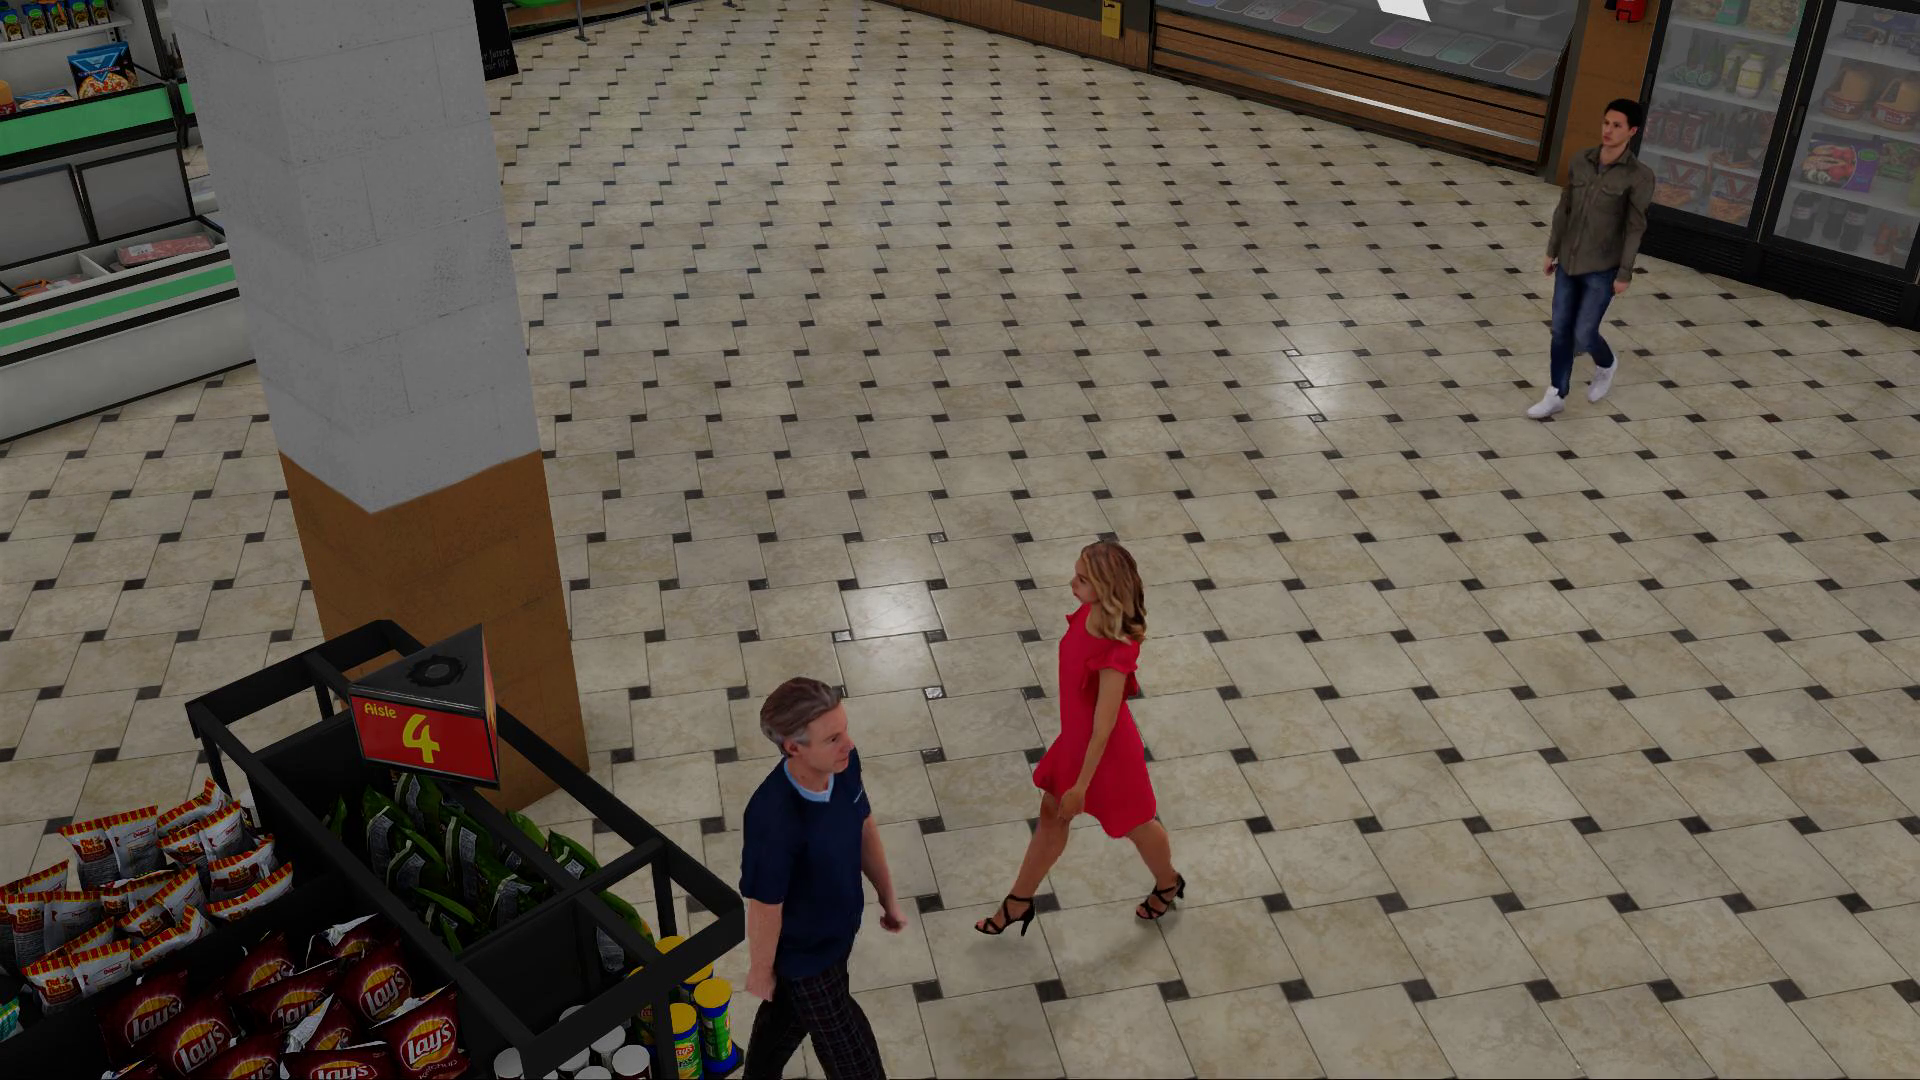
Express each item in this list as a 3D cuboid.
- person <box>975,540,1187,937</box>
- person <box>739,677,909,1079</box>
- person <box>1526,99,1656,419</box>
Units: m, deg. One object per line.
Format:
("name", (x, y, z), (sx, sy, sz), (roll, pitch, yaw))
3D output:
("person", (0.578, 0.745, 5.799), (1.111, 1.682, 0.939), (-6, 32, -10))
("person", (-0.524, 1.170, 4.968), (1.008, 1.837, 1.140), (13, 34, 19))
("person", (3.602, -1.569, 9.355), (0.917, 1.853, 0.792), (-20, 37, -28))
